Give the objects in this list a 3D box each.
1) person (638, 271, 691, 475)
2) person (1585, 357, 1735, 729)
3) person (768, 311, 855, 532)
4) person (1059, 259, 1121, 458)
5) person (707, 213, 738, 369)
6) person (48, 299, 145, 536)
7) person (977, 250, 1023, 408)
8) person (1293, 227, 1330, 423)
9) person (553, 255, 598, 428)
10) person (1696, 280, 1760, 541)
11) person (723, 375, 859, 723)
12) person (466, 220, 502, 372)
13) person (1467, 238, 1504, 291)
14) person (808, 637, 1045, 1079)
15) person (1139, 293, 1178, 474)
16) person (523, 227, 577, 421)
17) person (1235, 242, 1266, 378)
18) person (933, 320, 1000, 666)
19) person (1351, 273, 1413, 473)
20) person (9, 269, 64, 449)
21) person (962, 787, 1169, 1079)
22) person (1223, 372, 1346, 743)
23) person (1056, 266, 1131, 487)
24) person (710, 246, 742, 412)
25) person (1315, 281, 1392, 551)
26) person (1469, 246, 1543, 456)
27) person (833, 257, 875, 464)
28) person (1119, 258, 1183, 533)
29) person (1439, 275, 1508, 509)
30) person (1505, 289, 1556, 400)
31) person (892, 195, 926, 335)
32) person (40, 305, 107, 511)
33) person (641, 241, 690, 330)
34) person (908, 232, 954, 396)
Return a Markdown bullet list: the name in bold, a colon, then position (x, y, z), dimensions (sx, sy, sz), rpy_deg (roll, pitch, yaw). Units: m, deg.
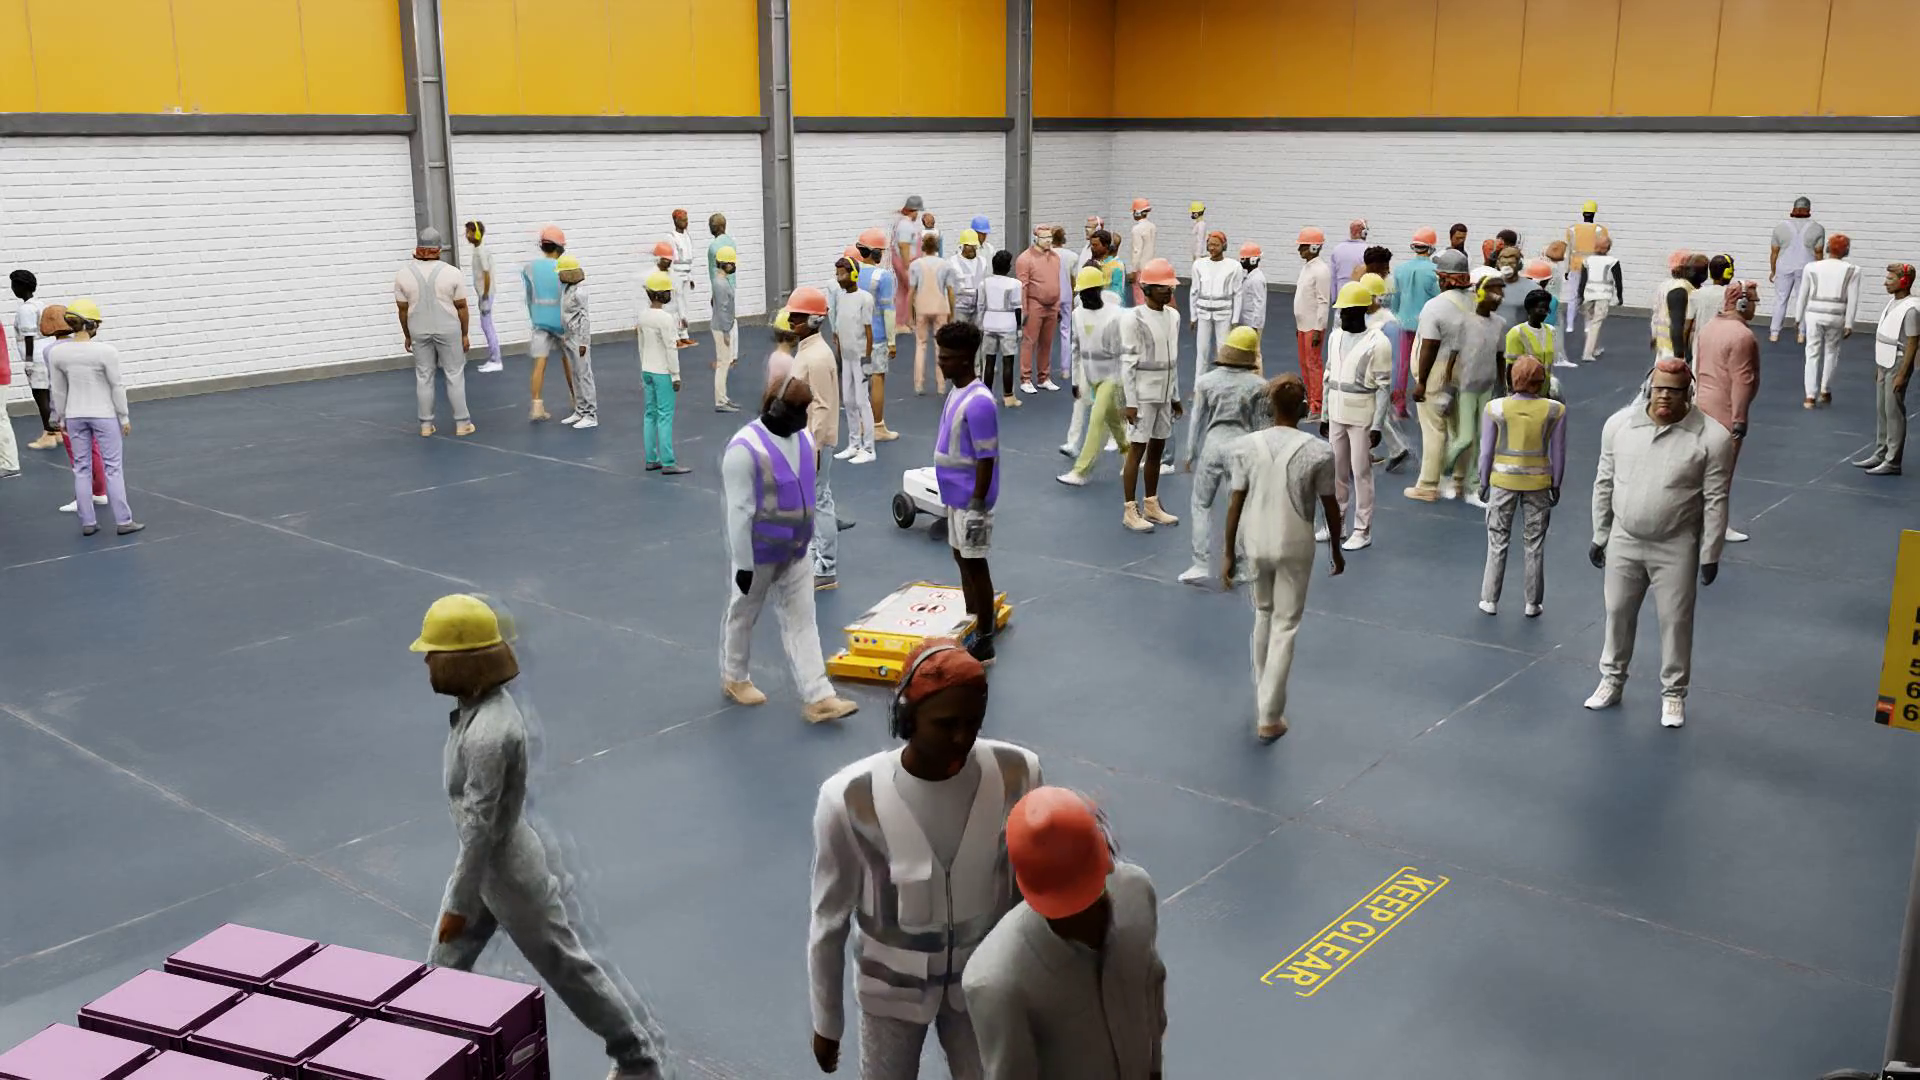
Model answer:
- **person**: position (-2.612, -1.458, 14.557), dimensions (0.314, 1.769, 0.523), rpy_deg (-12, 19, -40)
- **person**: position (3.529, 0.012, 8.444), dimensions (0.662, 1.895, 0.405), rpy_deg (12, 18, 40)
- **person**: position (-1.233, -0.811, 12.091), dimensions (0.921, 1.721, 0.532), rpy_deg (-4, 14, -14)
- **person**: position (1.254, -1.666, 15.300), dimensions (0.518, 1.814, 1.003), rpy_deg (7, 16, 27)
- **person**: position (-2.976, -3.108, 20.800), dimensions (0.354, 1.938, 0.636), rpy_deg (2, 14, 9)
- **person**: position (-6.427, -0.900, 12.347), dimensions (0.524, 1.759, 0.337), rpy_deg (0, 14, 0)
- **person**: position (0.445, -2.277, 17.965), dimensions (0.540, 1.697, 0.317), rpy_deg (9, 16, 31)
- **person**: position (3.575, -2.201, 17.061), dimensions (0.395, 1.992, 0.622), rpy_deg (-1, 14, -6)
- **person**: position (-3.895, -2.004, 16.796), dimensions (0.325, 1.737, 0.492), rpy_deg (-9, 17, -31)
- **person**: position (5.661, -0.958, 12.275), dimensions (0.399, 1.908, 0.643), rpy_deg (0, 14, -1)
- **person**: position (-0.928, 0.051, 8.508), dimensions (0.941, 1.784, 0.657), rpy_deg (11, 18, 37)
- **person**: position (-5.898, -3.014, 20.585), dimensions (0.317, 1.864, 0.540), rpy_deg (-5, 15, -19)
- **person**: position (5.346, -2.116, 16.948), dimensions (0.359, 1.884, 0.573), rpy_deg (-5, 15, -18)
- **person**: position (-0.070, 1.118, 4.087), dimensions (0.607, 1.860, 0.480), rpy_deg (-4, 15, -16)
- **person**: position (1.753, -1.393, 14.559), dimensions (0.278, 1.636, 0.498), rpy_deg (-2, 14, -10)
- **person**: position (-4.233, -2.248, 17.308), dimensions (0.603, 1.986, 1.071), rpy_deg (2, 14, 7)
- **person**: position (3.188, -2.403, 18.365), dimensions (0.348, 1.747, 0.571), rpy_deg (0, 14, 0)
- **person**: position (0.030, -0.255, 9.351), dimensions (0.368, 1.960, 0.613), rpy_deg (-3, 14, -12)
- **person**: position (3.570, -1.413, 14.334), dimensions (0.903, 1.795, 0.590), rpy_deg (-4, 15, -15)
- **person**: position (-8.727, -1.710, 15.727), dimensions (0.319, 1.687, 0.538), rpy_deg (-4, 15, -17)
- **person**: position (0.277, 1.304, 3.670), dimensions (0.637, 1.697, 0.546), rpy_deg (-10, 17, -35)
- **person**: position (1.647, 0.064, 8.368), dimensions (0.513, 1.812, 0.794), rpy_deg (9, 16, 31)
- **person**: position (1.221, -1.404, 14.178), dimensions (1.068, 1.860, 0.597), rpy_deg (-12, 19, -40)
- **person**: position (-2.483, -2.231, 17.675), dimensions (0.343, 1.755, 0.531), rpy_deg (-2, 14, -8)
- **person**: position (2.808, -0.889, 11.956), dimensions (0.370, 1.925, 0.595), rpy_deg (-9, 16, -31)
- **person**: position (4.978, -1.713, 15.228), dimensions (0.629, 1.939, 0.372), rpy_deg (6, 15, 24)
- **person**: position (-0.966, -1.625, 15.053), dimensions (0.342, 1.857, 0.518), rpy_deg (-12, 18, -39)
- **person**: position (1.463, -1.088, 12.514), dimensions (0.605, 2.045, 0.377), rpy_deg (-14, 19, -43)
- **person**: position (4.096, -1.182, 13.281), dimensions (0.583, 1.854, 0.511), rpy_deg (-5, 15, -19)
- **person**: position (4.722, -1.239, 13.816), dimensions (0.540, 1.697, 0.317), rpy_deg (-8, 16, -28)
- **person**: position (-0.718, -3.996, 24.142), dimensions (0.561, 2.000, 0.716), rpy_deg (-1, 14, -2)
- **person**: position (-7.032, -1.041, 13.158), dimensions (0.285, 1.634, 0.499), rpy_deg (2, 14, 6)
- **person**: position (-3.350, -2.508, 18.833), dimensions (0.477, 1.724, 0.554), rpy_deg (5, 15, 18)
- **person**: position (-0.327, -2.538, 18.732), dimensions (0.513, 1.847, 0.349), rpy_deg (1, 14, 3)
